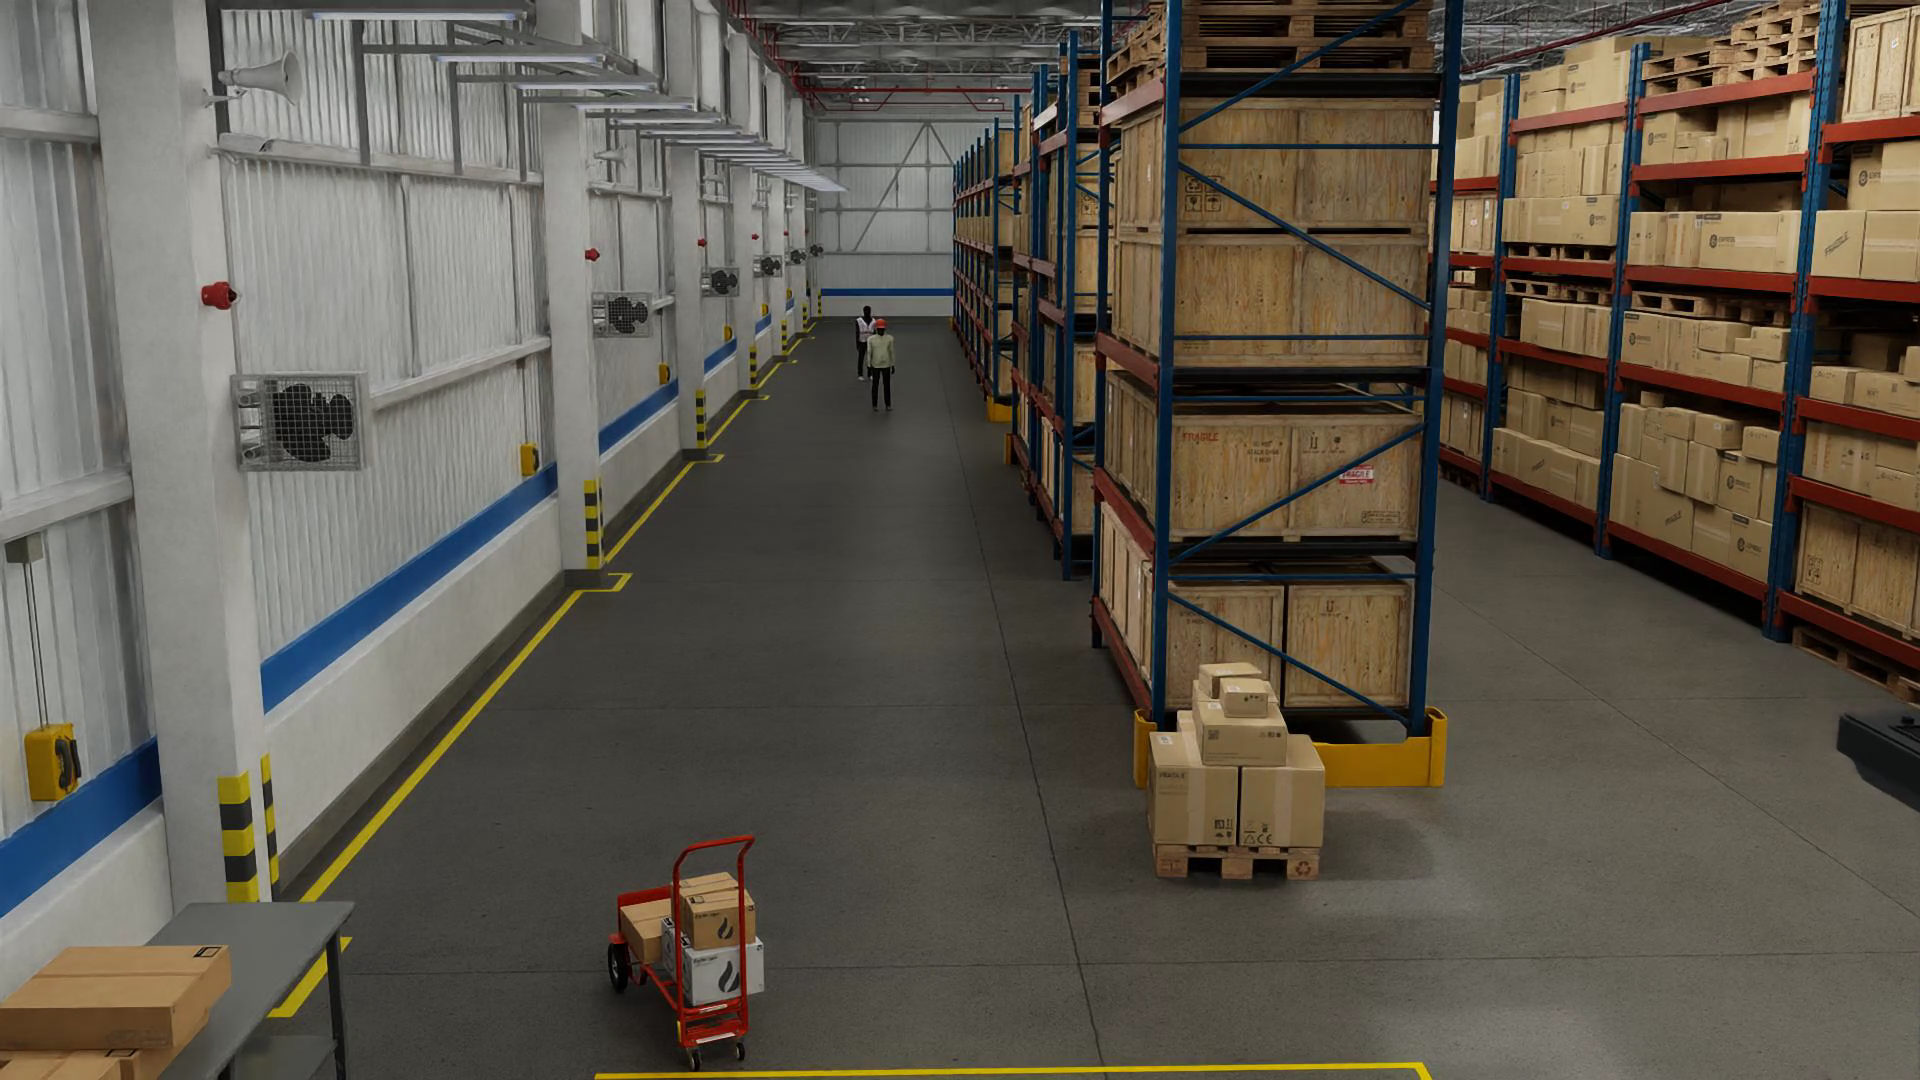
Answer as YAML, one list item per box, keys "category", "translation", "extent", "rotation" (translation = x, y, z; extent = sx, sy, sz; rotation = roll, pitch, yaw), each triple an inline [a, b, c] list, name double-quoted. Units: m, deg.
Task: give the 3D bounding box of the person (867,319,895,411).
- category: "person"
  translation: [-1.694, -3.751, 35.703]
  extent: [0.613, 1.988, 0.404]
  rotation: [-3, 11, -14]

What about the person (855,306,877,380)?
- category: "person"
  translation: [-2.402, -5.052, 42.677]
  extent: [0.590, 1.910, 0.394]
  rotation: [-6, 12, -28]
